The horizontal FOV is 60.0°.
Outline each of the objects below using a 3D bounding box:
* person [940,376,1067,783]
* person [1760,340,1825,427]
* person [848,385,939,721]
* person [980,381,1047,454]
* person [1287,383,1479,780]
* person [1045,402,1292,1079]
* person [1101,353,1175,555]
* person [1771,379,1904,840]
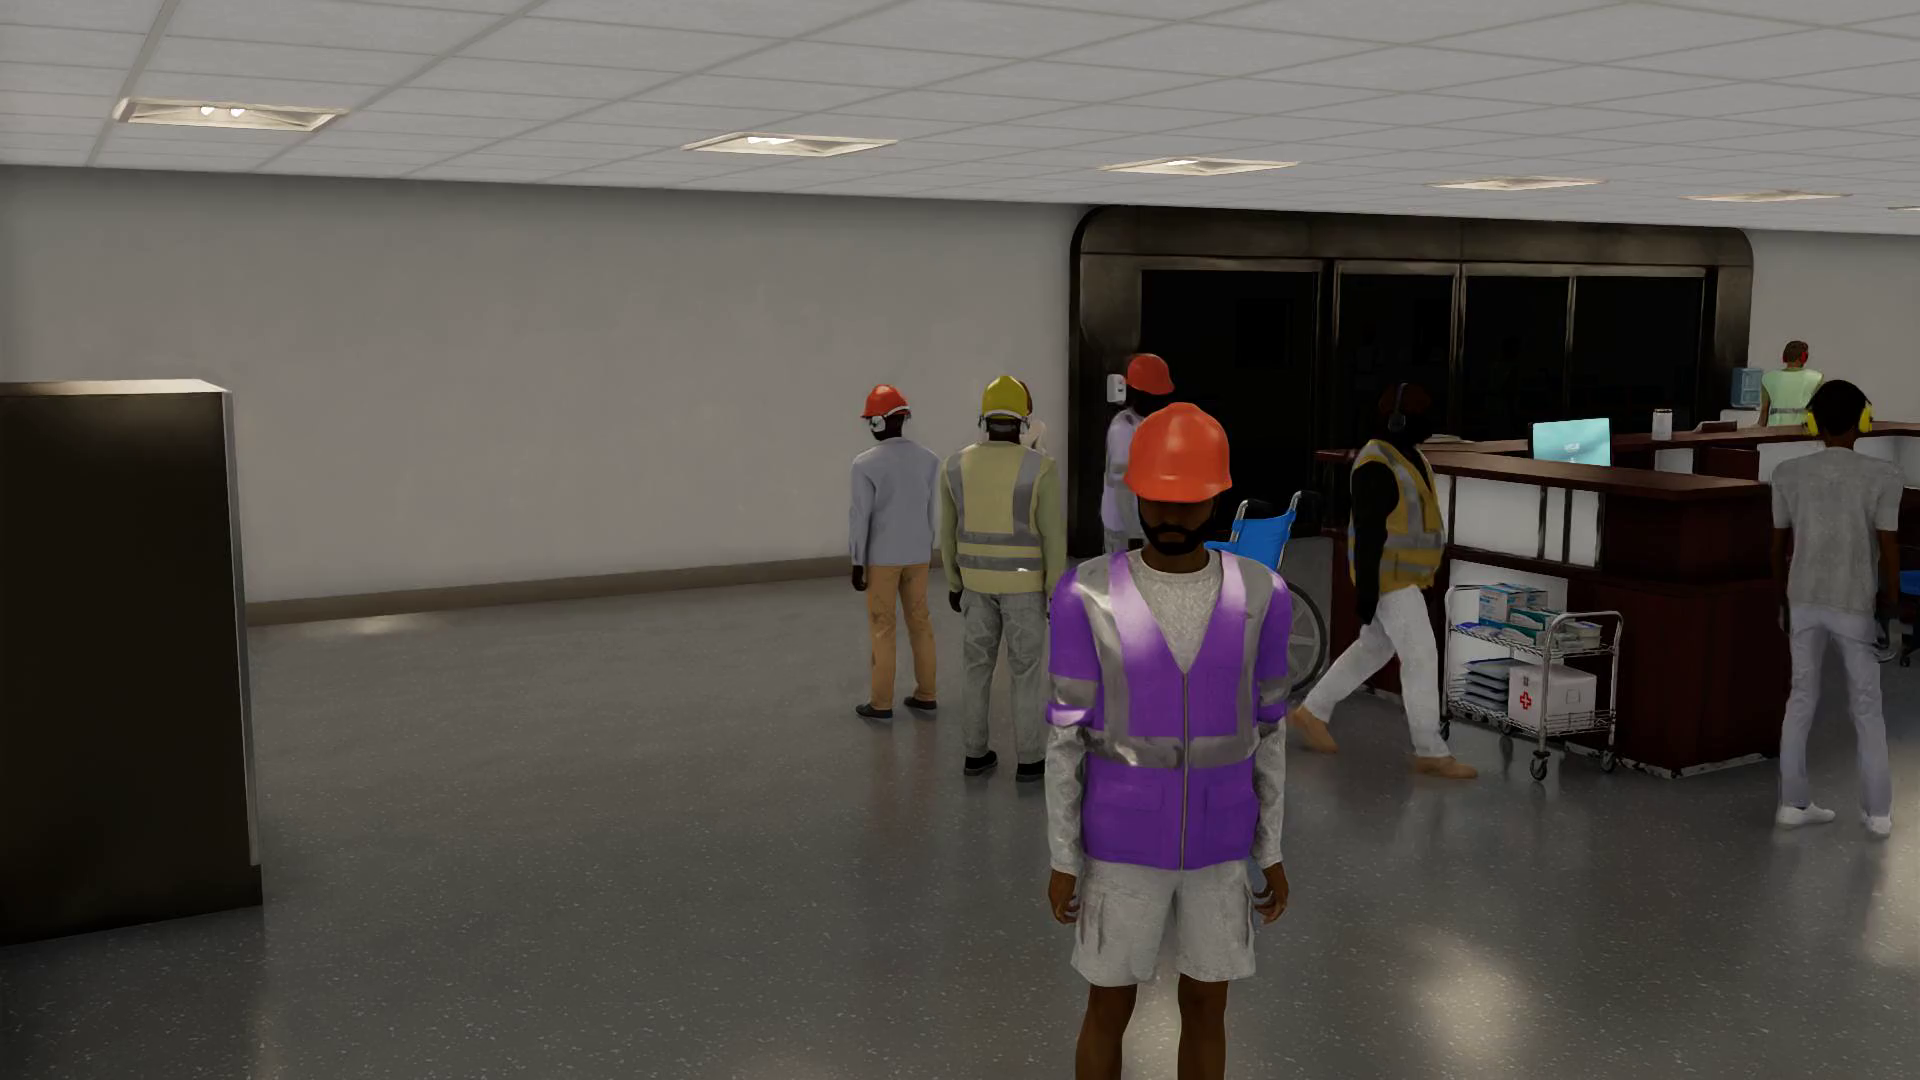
[{"bbox_3d":[0.210,0.177,7.532,0.600,1.833,0.404,4,9,26],"label":"person"},{"bbox_3d":[7.985,-0.993,15.997,0.563,1.838,0.388,5,10,34],"label":"person"},{"bbox_3d":[-0.361,0.059,8.725,0.564,1.742,0.362,-7,10,-40],"label":"person"},{"bbox_3d":[0.388,-0.341,12.053,0.504,1.627,0.285,-1,8,-8],"label":"person"},{"bbox_3d":[1.964,0.169,7.737,0.907,1.811,0.634,4,9,28],"label":"person"},{"bbox_3d":[0.464,0.662,3.663,0.551,1.933,0.376,-1,8,-5],"label":"person"},{"bbox_3d":[0.986,-0.117,9.472,0.592,1.884,0.583,5,9,31],"label":"person"},{"bbox_3d":[3.547,0.282,6.722,0.526,1.854,0.438,7,11,42],"label":"person"}]
